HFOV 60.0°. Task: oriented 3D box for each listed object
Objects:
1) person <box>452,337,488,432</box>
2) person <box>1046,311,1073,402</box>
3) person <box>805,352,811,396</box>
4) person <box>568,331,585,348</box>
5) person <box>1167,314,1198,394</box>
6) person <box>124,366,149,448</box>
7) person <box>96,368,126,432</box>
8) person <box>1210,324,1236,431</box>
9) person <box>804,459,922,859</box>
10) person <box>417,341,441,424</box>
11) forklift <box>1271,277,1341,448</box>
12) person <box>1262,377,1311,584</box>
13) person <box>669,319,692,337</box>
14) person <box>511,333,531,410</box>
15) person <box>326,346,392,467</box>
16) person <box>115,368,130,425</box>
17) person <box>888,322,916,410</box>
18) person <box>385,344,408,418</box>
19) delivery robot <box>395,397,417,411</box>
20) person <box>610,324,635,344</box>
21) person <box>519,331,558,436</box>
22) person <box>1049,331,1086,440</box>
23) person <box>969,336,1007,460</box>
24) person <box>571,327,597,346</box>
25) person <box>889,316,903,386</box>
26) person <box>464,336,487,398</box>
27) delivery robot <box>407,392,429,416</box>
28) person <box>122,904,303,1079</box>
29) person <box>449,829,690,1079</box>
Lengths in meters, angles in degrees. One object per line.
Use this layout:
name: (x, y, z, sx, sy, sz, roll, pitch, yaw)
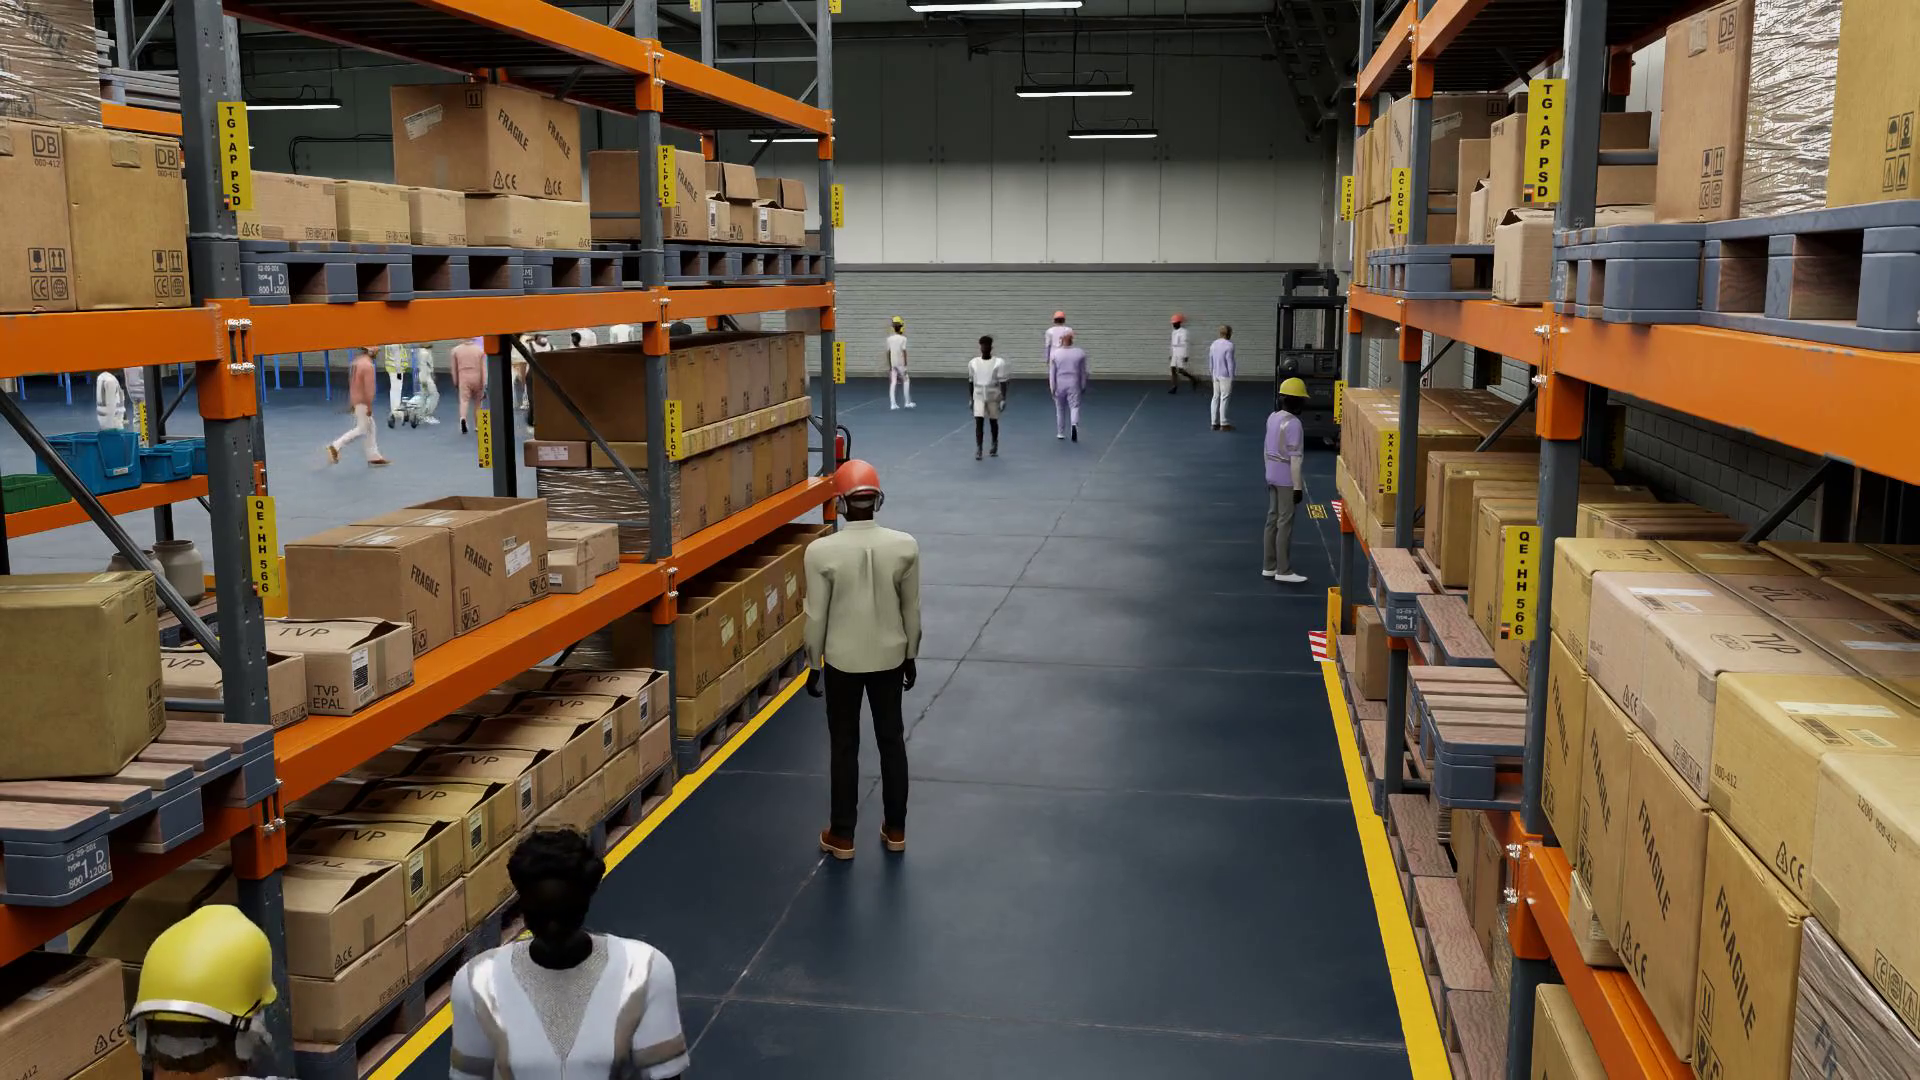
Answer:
person: (-8.884, -2.879, 30.137, 0.667, 1.875, 0.872, -1, 9, -3)
person: (2.225, -4.101, 37.147, 0.634, 2.025, 0.475, 3, 10, 16)
person: (-2.862, -2.605, 28.236, 0.625, 1.930, 0.468, -4, 10, -24)
person: (-7.863, -3.495, 34.492, 0.540, 1.680, 0.709, 6, 11, 34)
person: (5.279, -4.442, 39.620, 0.664, 1.910, 0.579, -4, 10, -26)
person: (-12.987, -2.269, 26.485, 0.589, 1.822, 0.403, 4, 10, 24)
person: (-11.307, -1.570, 22.029, 0.603, 1.868, 0.591, -7, 12, -39)
person: (4.826, -2.981, 30.513, 0.353, 1.937, 0.635, -5, 10, -29)
person: (-0.488, 0.590, 8.325, 0.611, 1.994, 0.379, -4, 10, -21)
person: (-10.135, -3.073, 31.747, 0.580, 1.723, 0.498, -3, 10, -18)
forklift: (5.847, -3.016, 27.970, 1.129, 2.768, 1.873, 1, 9, 9)
person: (3.078, -0.567, 15.672, 0.381, 1.923, 0.591, -3, 10, -15)
person: (-6.730, -4.542, 39.988, 0.610, 1.989, 0.392, -1, 9, -5)
person: (-9.302, -3.622, 34.851, 0.654, 1.810, 0.769, 2, 10, 14)
person: (-8.976, -2.037, 24.709, 0.899, 1.945, 0.639, -7, 11, -37)
person: (-15.936, -3.112, 31.696, 0.536, 1.814, 0.770, 0, 9, -2)
person: (-1.243, -3.695, 35.217, 0.573, 1.836, 0.823, 6, 11, 33)
person: (-11.286, -3.384, 33.348, 0.430, 1.836, 0.619, -4, 10, -22)
delivery robot: (-10.437, -2.568, 31.269, 0.335, 0.223, 0.698, -1, 9, -3)
person: (-8.114, -4.520, 39.990, 0.615, 1.942, 0.407, -4, 10, -22)
person: (-7.230, -2.722, 28.733, 0.716, 2.000, 0.545, -6, 11, -31)
person: (1.858, -2.657, 28.695, 0.640, 1.877, 0.804, 0, 9, 0)
person: (0.437, -2.243, 26.037, 0.618, 1.923, 0.988, 2, 9, 11)
person: (-8.169, -3.914, 36.373, 0.643, 1.909, 0.410, 3, 10, 19)
person: (-1.623, -4.828, 42.468, 0.338, 1.757, 0.518, 2, 10, 14)
person: (-10.861, -4.060, 37.475, 0.581, 1.837, 0.463, -2, 9, -10)
delivery robot: (-10.614, -2.653, 32.590, 0.477, 0.478, 0.707, -2, 9, -11)
person: (-1.329, 1.555, 2.956, 0.617, 1.801, 0.456, -5, 11, -30)
person: (-0.883, 1.484, 3.793, 0.546, 1.653, 0.855, -2, 9, -12)
